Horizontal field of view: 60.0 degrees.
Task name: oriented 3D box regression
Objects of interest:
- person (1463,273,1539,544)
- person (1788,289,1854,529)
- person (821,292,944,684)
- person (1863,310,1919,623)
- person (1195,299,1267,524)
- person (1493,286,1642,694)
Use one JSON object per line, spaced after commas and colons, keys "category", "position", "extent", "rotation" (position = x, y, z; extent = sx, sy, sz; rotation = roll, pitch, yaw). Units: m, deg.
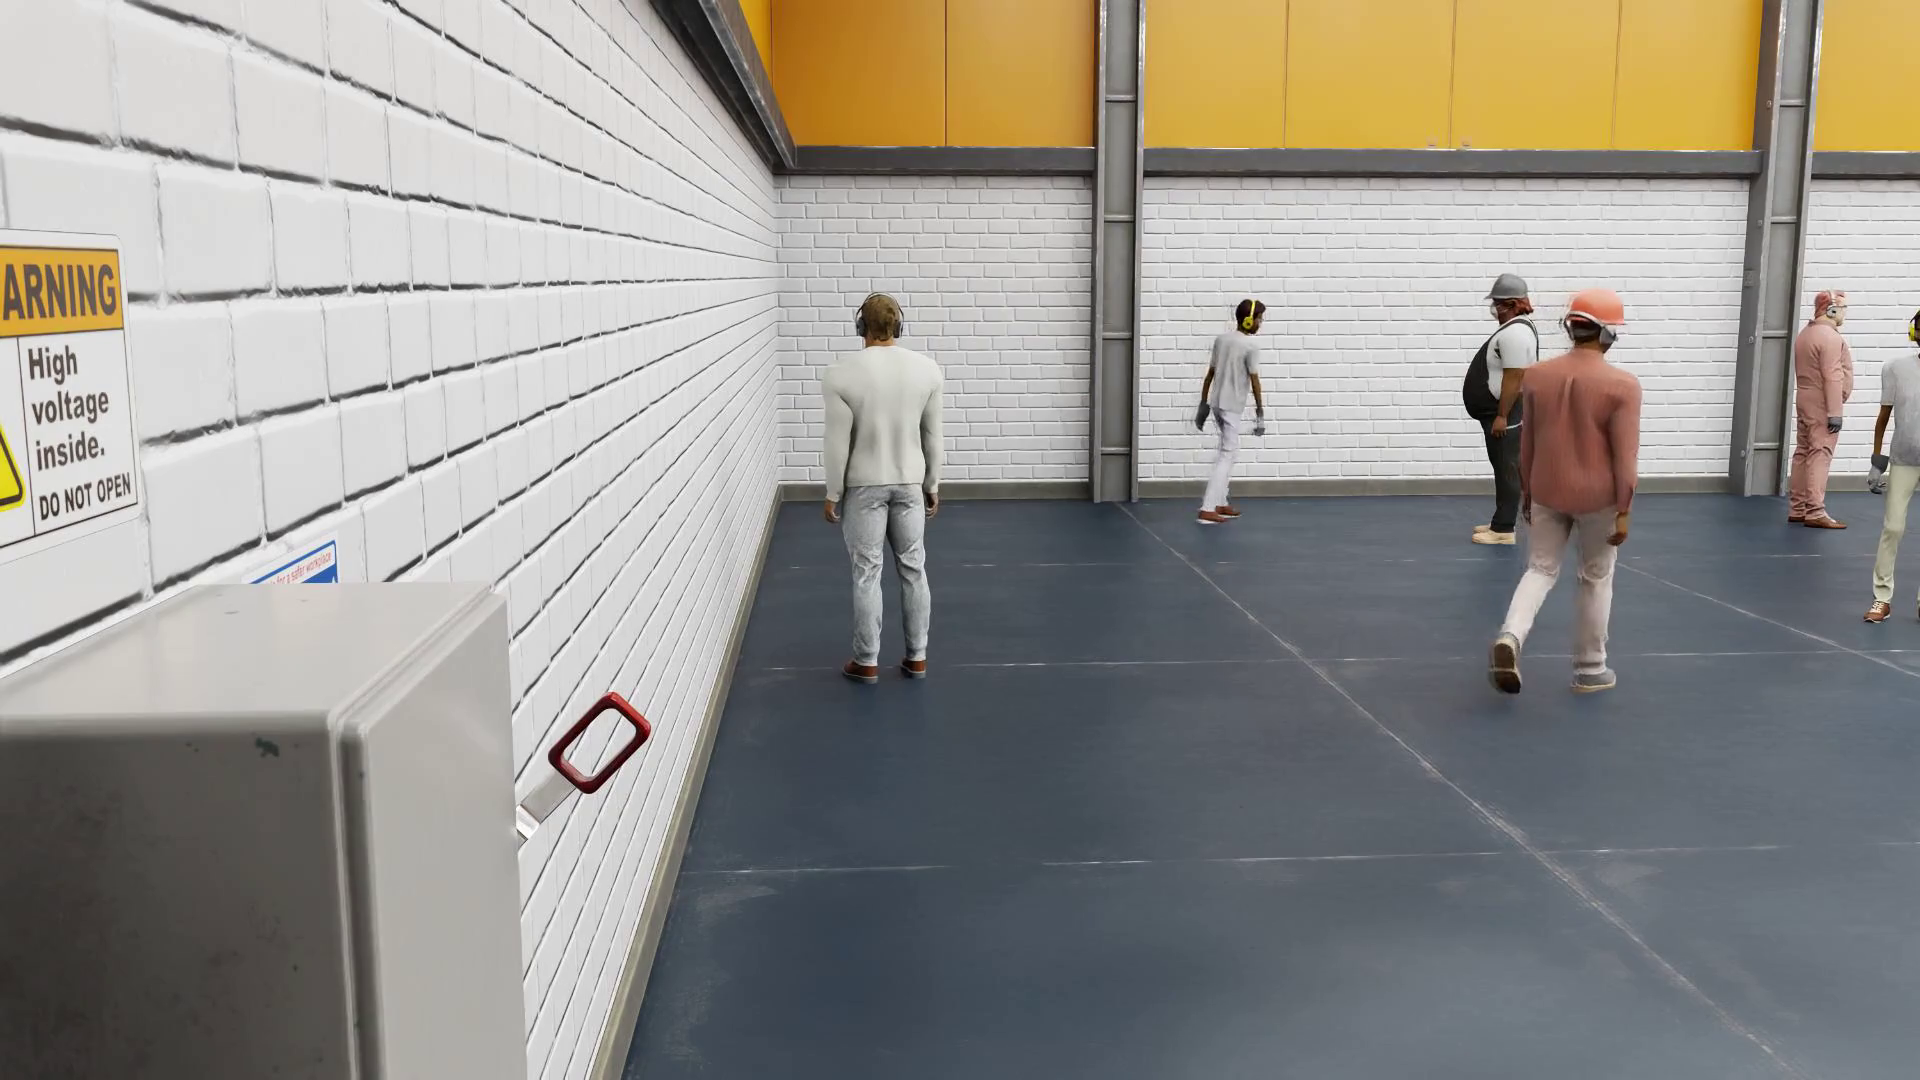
{"category": "person", "position": [4.080, -0.993, 12.593], "extent": [0.537, 2.000, 0.679], "rotation": [4, 10, 21]}
{"category": "person", "position": [6.938, -1.051, 13.371], "extent": [0.411, 1.910, 0.643], "rotation": [1, 9, 5]}
{"category": "person", "position": [-0.385, -0.253, 8.262], "extent": [0.627, 1.941, 0.371], "rotation": [-3, 10, -20]}
{"category": "person", "position": [5.537, -0.426, 9.587], "extent": [0.531, 1.865, 0.310], "rotation": [5, 10, 30]}
{"category": "person", "position": [2.200, -1.040, 13.543], "extent": [0.643, 1.826, 0.532], "rotation": [-5, 10, -29]}
{"category": "person", "position": [2.895, -0.211, 7.887], "extent": [0.800, 1.975, 0.618], "rotation": [-9, 13, -44]}
